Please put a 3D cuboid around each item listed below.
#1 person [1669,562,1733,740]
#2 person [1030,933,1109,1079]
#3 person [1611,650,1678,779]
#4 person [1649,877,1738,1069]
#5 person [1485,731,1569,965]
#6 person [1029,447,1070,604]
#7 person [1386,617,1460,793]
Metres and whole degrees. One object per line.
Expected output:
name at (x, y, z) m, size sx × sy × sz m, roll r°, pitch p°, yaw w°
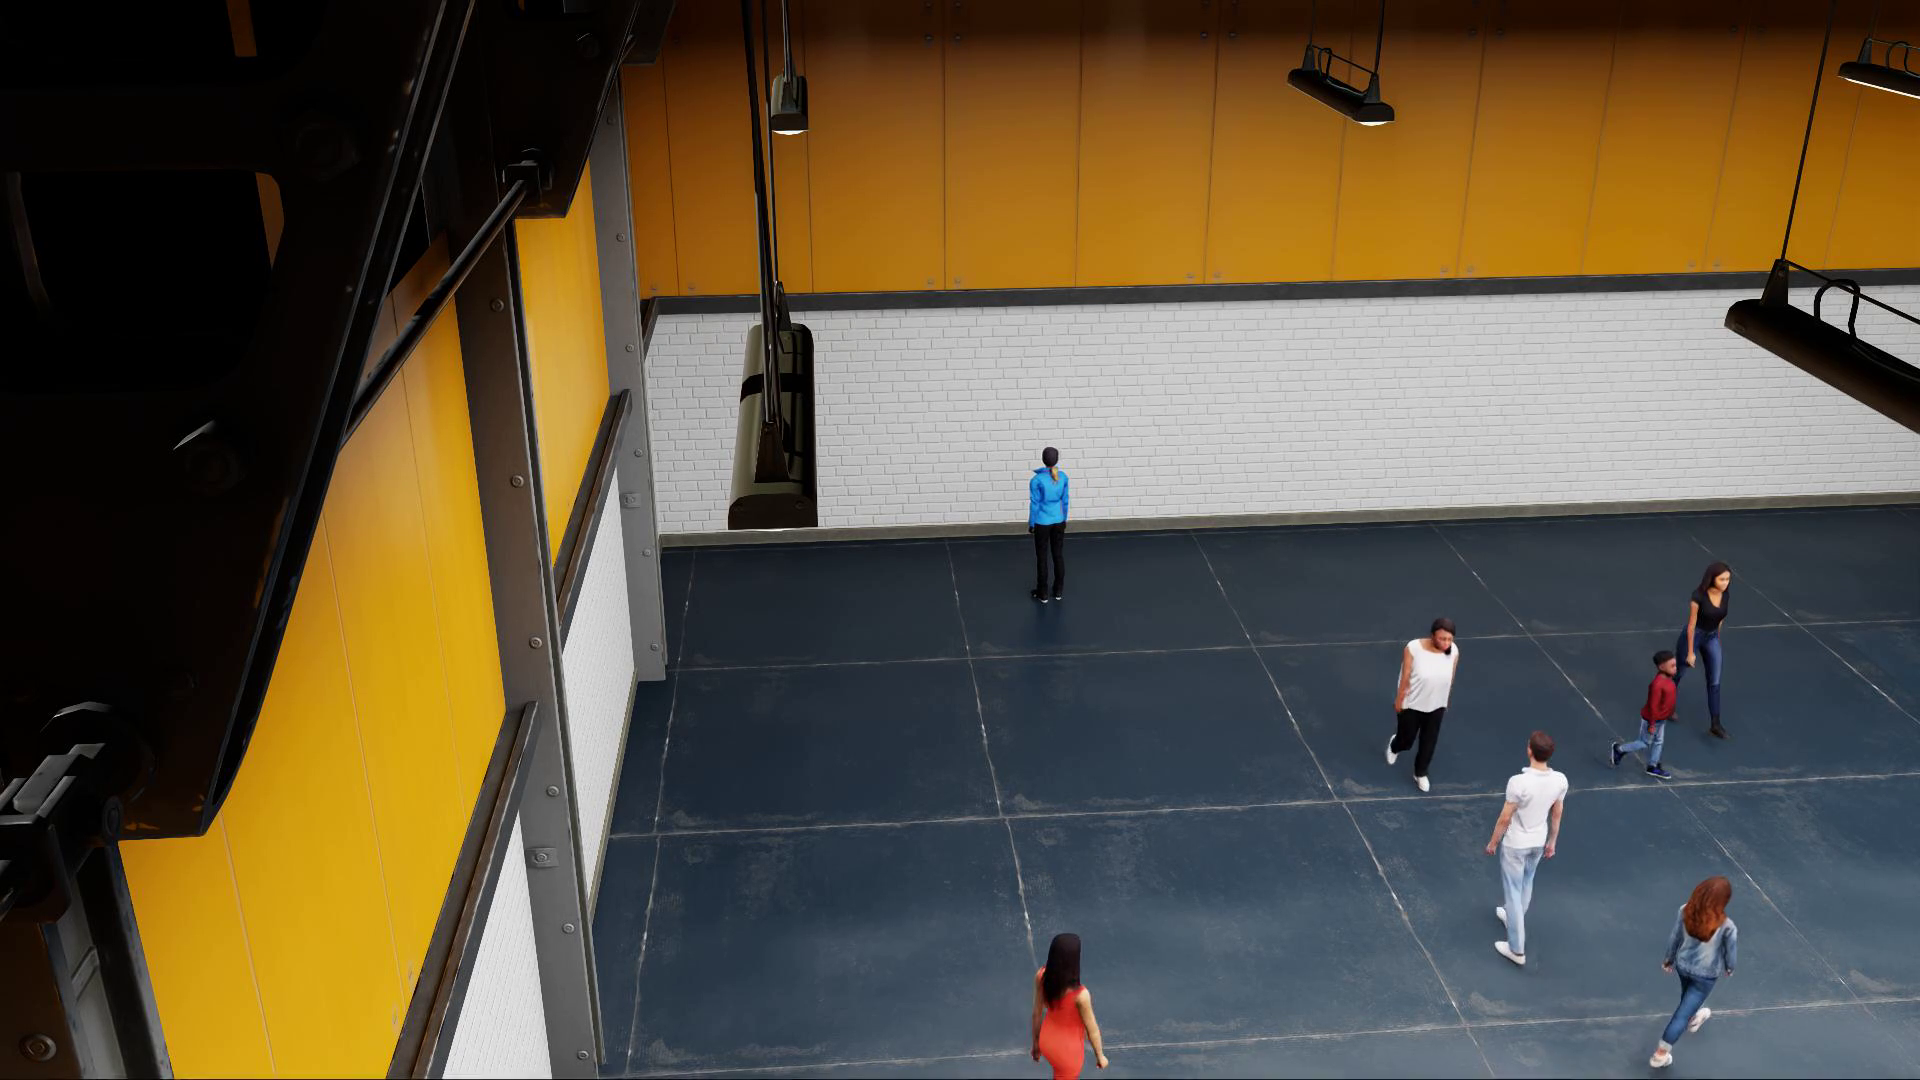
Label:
person at (6.913, 0.965, 15.720) m, size 0.643 × 1.700 × 1.085 m, roll -4°, pitch 24°, yaw -8°
person at (0.588, 3.261, 10.471) m, size 0.911 × 1.697 × 0.877 m, roll -21°, pitch 31°, yaw -39°
person at (6.183, 1.555, 14.943) m, size 0.826 × 1.242 × 0.757 m, roll 20°, pitch 30°, yaw 37°
person at (5.018, 2.993, 11.409) m, size 1.000 × 1.437 × 1.052 m, roll -19°, pitch 30°, yaw -37°
person at (4.255, 2.300, 12.480) m, size 0.793 × 1.848 × 0.951 m, roll -8°, pitch 25°, yaw -17°
person at (0.978, -0.176, 18.211) m, size 0.667 × 1.797 × 0.611 m, roll -8°, pitch 25°, yaw -18°
person at (4.103, 1.398, 14.770) m, size 0.674 × 1.668 × 0.758 m, roll -1°, pitch 24°, yaw -2°
